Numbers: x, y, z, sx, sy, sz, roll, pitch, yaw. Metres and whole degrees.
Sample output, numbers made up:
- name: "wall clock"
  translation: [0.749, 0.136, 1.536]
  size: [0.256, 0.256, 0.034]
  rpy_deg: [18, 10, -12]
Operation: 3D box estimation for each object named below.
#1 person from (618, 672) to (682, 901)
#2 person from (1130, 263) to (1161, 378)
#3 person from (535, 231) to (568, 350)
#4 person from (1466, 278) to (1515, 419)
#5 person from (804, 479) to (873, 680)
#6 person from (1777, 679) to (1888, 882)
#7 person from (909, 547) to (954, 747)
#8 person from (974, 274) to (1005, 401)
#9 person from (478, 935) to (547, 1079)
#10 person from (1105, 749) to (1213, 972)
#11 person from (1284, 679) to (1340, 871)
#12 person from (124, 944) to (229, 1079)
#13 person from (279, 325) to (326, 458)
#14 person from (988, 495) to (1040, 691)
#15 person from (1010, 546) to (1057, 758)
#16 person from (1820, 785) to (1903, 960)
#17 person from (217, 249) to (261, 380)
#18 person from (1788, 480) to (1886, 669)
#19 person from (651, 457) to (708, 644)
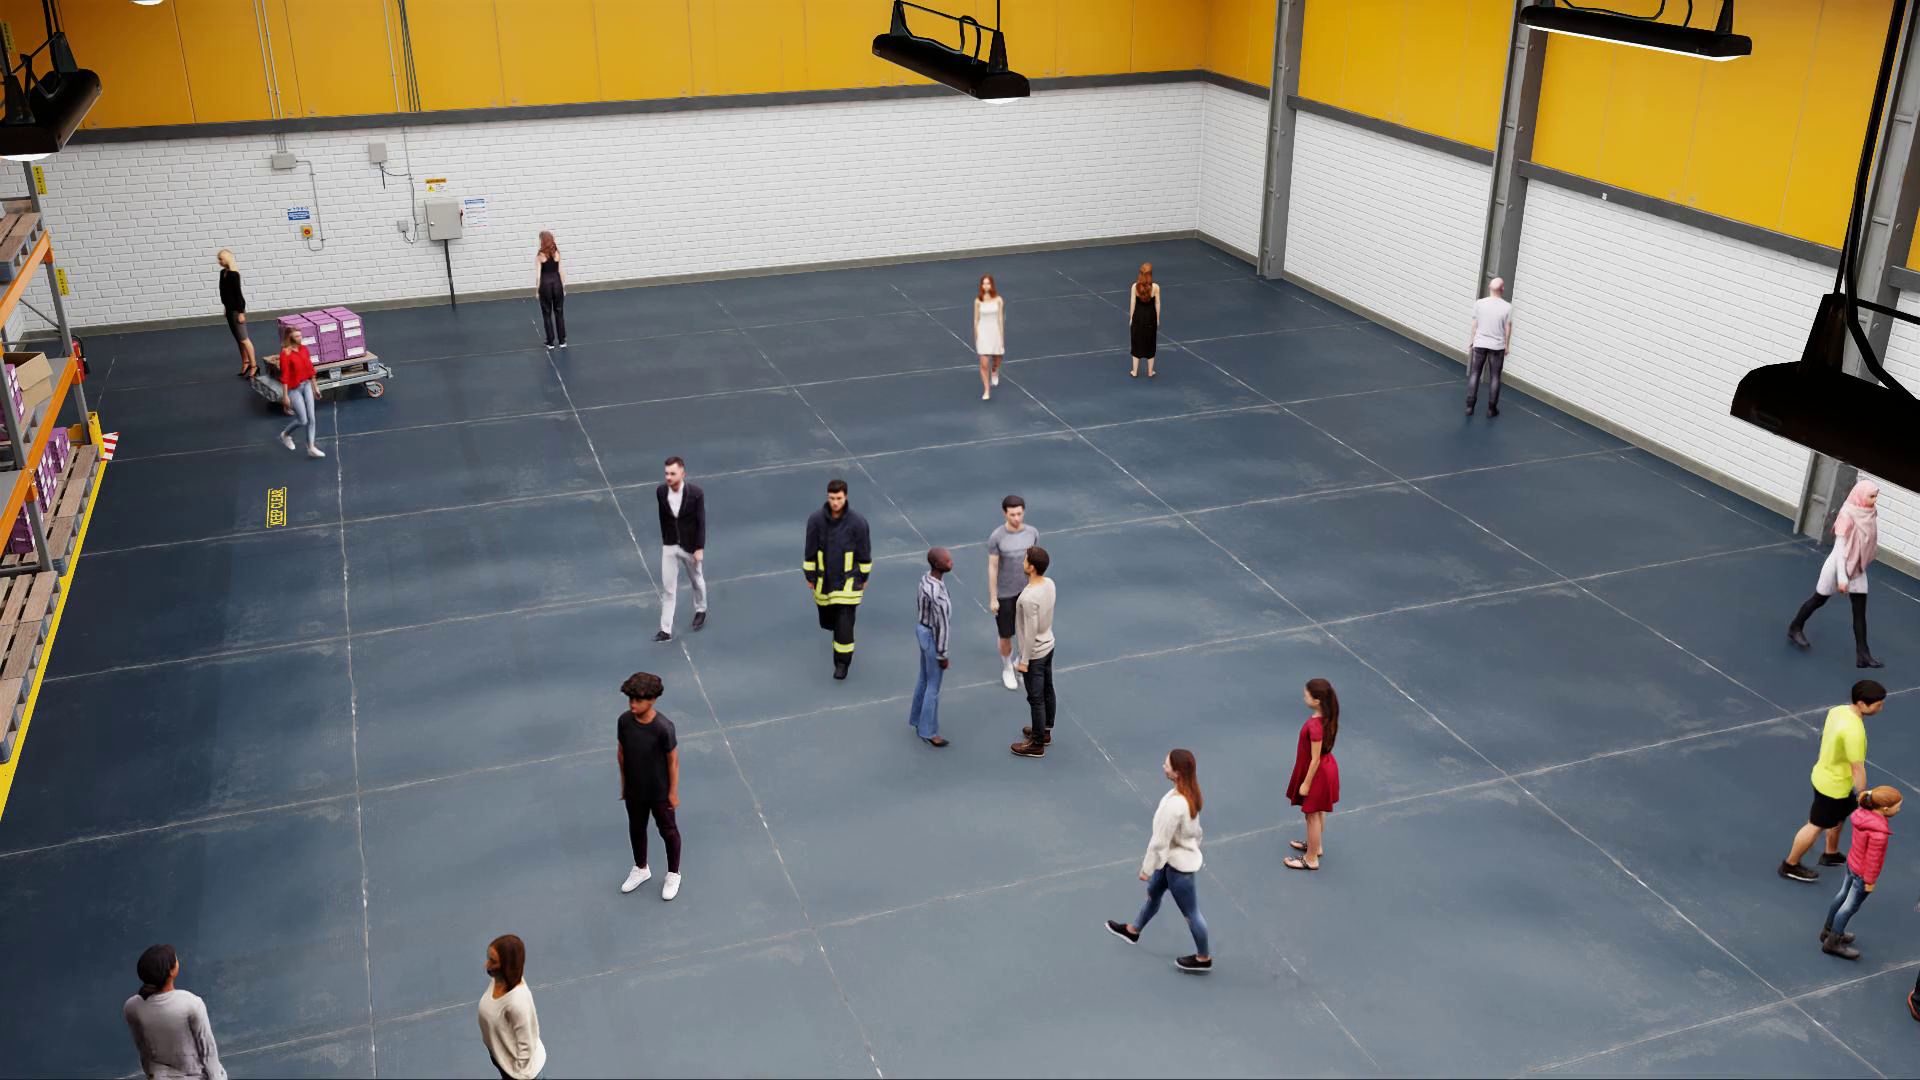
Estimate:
- name: "person"
  translation: [-2.238, 1.745, 12.015]
  size: [0.720, 1.784, 0.760]
  rpy_deg: [8, 25, 17]
- name: "person"
  translation: [2.577, -3.076, 23.240]
  size: [0.653, 1.625, 0.683]
  rpy_deg: [2, 24, 4]
- name: "person"
  translation: [-6.038, -3.699, 24.519]
  size: [0.634, 1.742, 0.566]
  rpy_deg: [-11, 26, -23]
- name: "person"
  translation: [6.904, -2.525, 21.723]
  size: [0.742, 1.830, 0.807]
  rpy_deg: [11, 26, 24]
- name: "person"
  translation: [-1.104, 0.293, 15.185]
  size: [1.063, 1.904, 1.191]
  rpy_deg: [3, 24, 7]
- name: "person"
  translation: [6.292, 1.750, 12.136]
  size: [0.931, 1.677, 0.905]
  rpy_deg: [5, 24, 12]
- name: "person"
  translation: [-0.241, 0.878, 13.992]
  size: [0.724, 1.788, 0.572]
  rpy_deg: [-5, 24, -10]
- name: "person"
  translation: [0.398, -2.761, 22.429]
  size: [0.784, 1.698, 0.955]
  rpy_deg: [2, 24, 4]
- name: "person"
  translation: [-2.500, 2.933, 9.423]
  size: [0.712, 1.682, 0.541]
  rpy_deg: [-14, 27, -29]
- name: "person"
  translation: [1.545, 2.191, 11.154]
  size: [1.067, 1.656, 1.053]
  rpy_deg: [7, 25, 16]
- name: "person"
  translation: [2.648, 1.719, 12.357]
  size: [0.741, 1.557, 0.681]
  rpy_deg: [9, 25, 20]
- name: "person"
  translation: [-4.321, 3.031, 9.159]
  size: [0.931, 1.713, 1.196]
  rpy_deg: [1, 24, 3]
- name: "person"
  translation: [-8.118, -1.808, 20.262]
  size: [0.917, 1.687, 0.864]
  rpy_deg: [7, 25, 16]
- name: "person"
  translation: [0.445, 0.434, 14.930]
  size: [0.680, 1.850, 0.677]
  rpy_deg: [-6, 24, -14]
- name: "person"
  translation: [0.637, 0.921, 13.797]
  size: [0.793, 1.866, 0.727]
  rpy_deg: [10, 26, 22]
- name: "person"
  translation: [6.174, 2.261, 11.426]
  size: [0.645, 1.310, 0.571]
  rpy_deg: [7, 25, 16]
- name: "person"
  translation: [-10.047, -3.137, 23.115]
  size: [0.634, 1.838, 0.747]
  rpy_deg: [20, 31, 38]
- name: "person"
  translation: [8.090, 0.285, 15.403]
  size: [0.663, 1.745, 1.186]
  rpy_deg: [-9, 25, -20]
- name: "person"
  translation: [-2.589, 0.040, 15.893]
  size: [1.061, 1.801, 1.244]
  rpy_deg: [5, 24, 11]
